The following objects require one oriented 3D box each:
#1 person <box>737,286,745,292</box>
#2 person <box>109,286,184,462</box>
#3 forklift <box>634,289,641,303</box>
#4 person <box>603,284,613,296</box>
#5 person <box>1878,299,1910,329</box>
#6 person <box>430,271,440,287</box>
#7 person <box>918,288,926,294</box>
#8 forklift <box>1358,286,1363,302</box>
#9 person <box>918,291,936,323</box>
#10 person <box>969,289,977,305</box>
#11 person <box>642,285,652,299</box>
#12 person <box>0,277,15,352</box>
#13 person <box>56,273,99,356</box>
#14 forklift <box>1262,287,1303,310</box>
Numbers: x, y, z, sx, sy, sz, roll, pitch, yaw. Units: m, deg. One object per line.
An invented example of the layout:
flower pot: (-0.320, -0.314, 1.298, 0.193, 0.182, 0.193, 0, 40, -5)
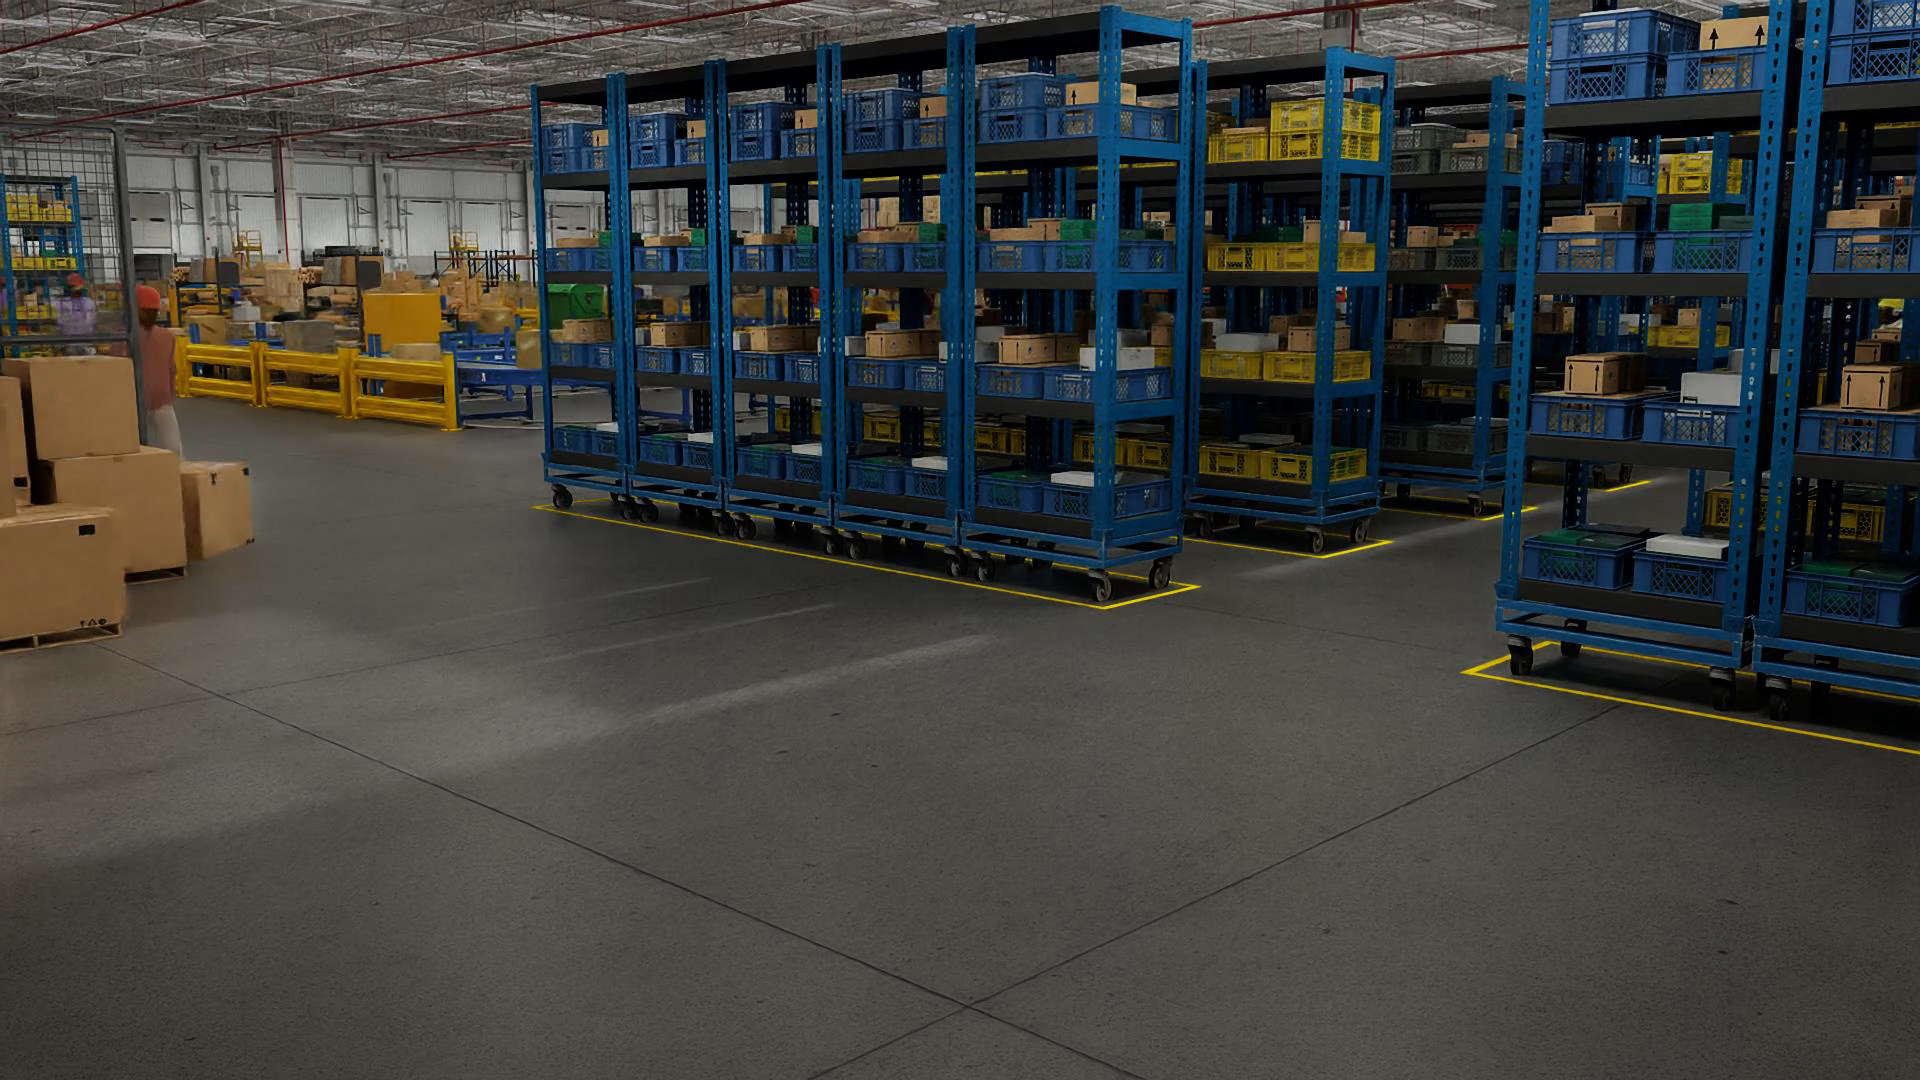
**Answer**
person: (-9.687, -10.845, 73.583, 0.938, 1.865, 0.612, -1, 9, -6)
person: (-6.809, -1.146, 13.893, 1.058, 1.935, 0.636, 6, 11, 31)
forklift: (-16.032, -13.225, 85.029, 1.873, 2.768, 1.129, 9, 13, 43)
person: (-11.141, -7.502, 53.072, 0.636, 1.867, 0.985, -8, 12, -39)
person: (9.861, -1.725, 17.713, 0.403, 1.837, 0.588, 2, 9, 10)
person: (-23.045, -10.837, 72.958, 1.031, 2.000, 0.673, -2, 9, -12)
person: (-0.962, -5.635, 41.754, 0.403, 1.819, 0.597, -4, 10, -23)
forklift: (11.100, -7.017, 46.970, 1.873, 2.768, 1.129, 9, 13, 43)
person: (-0.339, -1.884, 18.749, 0.589, 1.809, 0.872, 8, 12, 42)
person: (0.284, -6.902, 48.831, 0.392, 2.040, 0.611, 3, 10, 16)
person: (-12.982, -10.217, 69.395, 0.641, 1.954, 0.400, -9, 13, -43)
person: (-23.509, -5.531, 40.932, 1.013, 1.889, 0.549, 9, 13, 43)
person: (-13.390, -3.028, 25.195, 0.890, 2.019, 0.615, 6, 11, 32)
forklift: (10.769, -8.203, 54.240, 1.129, 2.768, 1.873, 8, 12, 42)
